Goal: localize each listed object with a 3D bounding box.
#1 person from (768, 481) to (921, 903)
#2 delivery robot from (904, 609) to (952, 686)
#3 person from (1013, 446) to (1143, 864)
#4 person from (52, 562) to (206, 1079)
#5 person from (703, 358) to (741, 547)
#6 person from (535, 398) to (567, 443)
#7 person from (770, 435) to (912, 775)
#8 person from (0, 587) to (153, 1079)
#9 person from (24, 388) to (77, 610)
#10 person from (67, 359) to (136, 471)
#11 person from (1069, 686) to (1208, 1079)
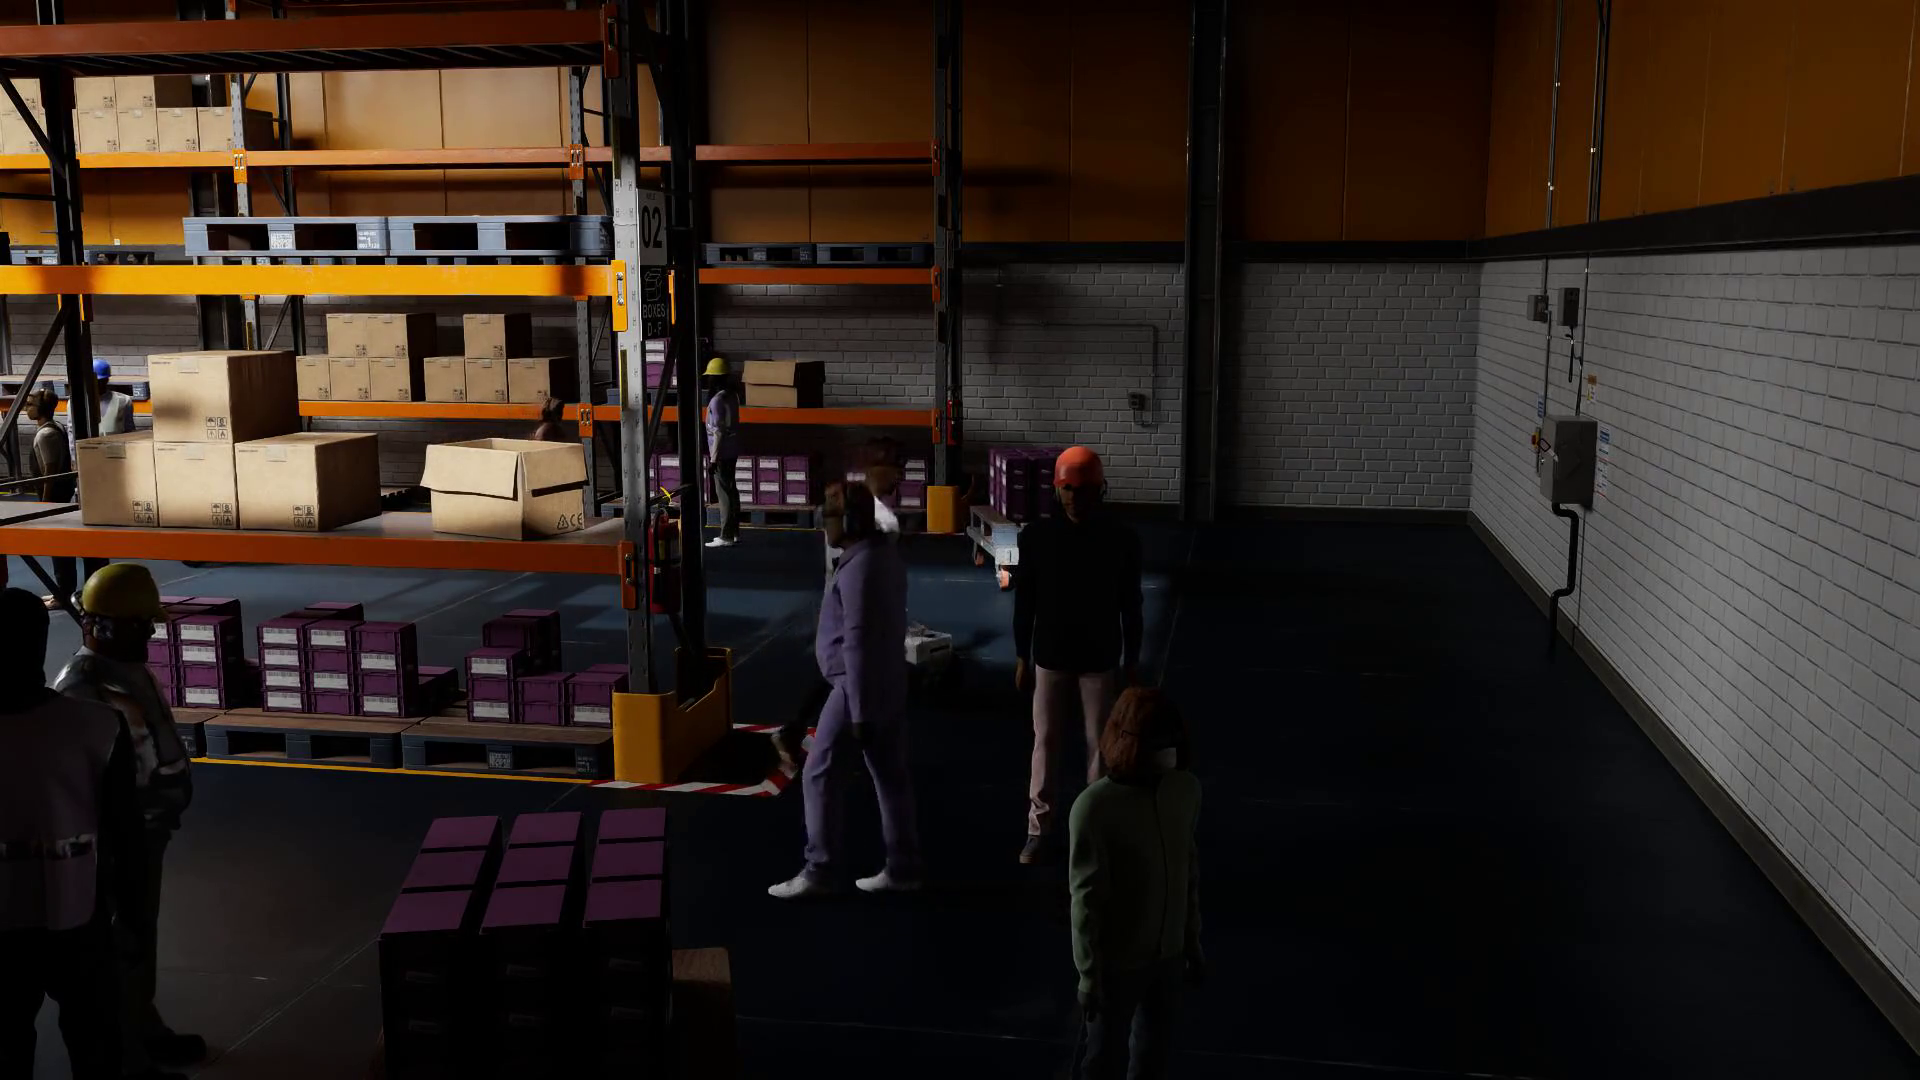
[{"bbox_3d":[-0.528,0.673,7.390,0.784,1.877,0.664,2,9,13],"label":"person"},{"bbox_3d":[-0.394,0.700,11.048,0.707,0.478,0.477,8,12,41],"label":"delivery robot"},{"bbox_3d":[0.547,0.550,7.809,0.610,1.996,0.384,2,9,11],"label":"person"},{"bbox_3d":[-2.838,0.978,5.689,0.403,1.823,0.586,-2,9,-13],"label":"person"},{"bbox_3d":[-2.424,-0.885,16.929,0.366,1.927,0.585,1,9,9],"label":"person"},{"bbox_3d":[-3.740,-0.523,15.626,0.533,1.624,0.530,1,9,9],"label":"person"},{"bbox_3d":[-0.622,0.389,9.042,0.718,1.930,0.669,-7,11,-36],"label":"person"},{"bbox_3d":[-2.623,1.085,4.729,0.593,1.920,0.392,-3,10,-20],"label":"person"},{"bbox_3d":[-7.546,-0.341,13.803,0.345,1.847,0.506,-3,10,-20],"label":"person"},{"bbox_3d":[-8.467,-0.818,16.461,0.605,1.944,0.402,-6,11,-33],"label":"person"},{"bbox_3d":[0.520,1.217,4.796,0.500,1.633,0.280,-8,12,-40],"label":"person"}]
